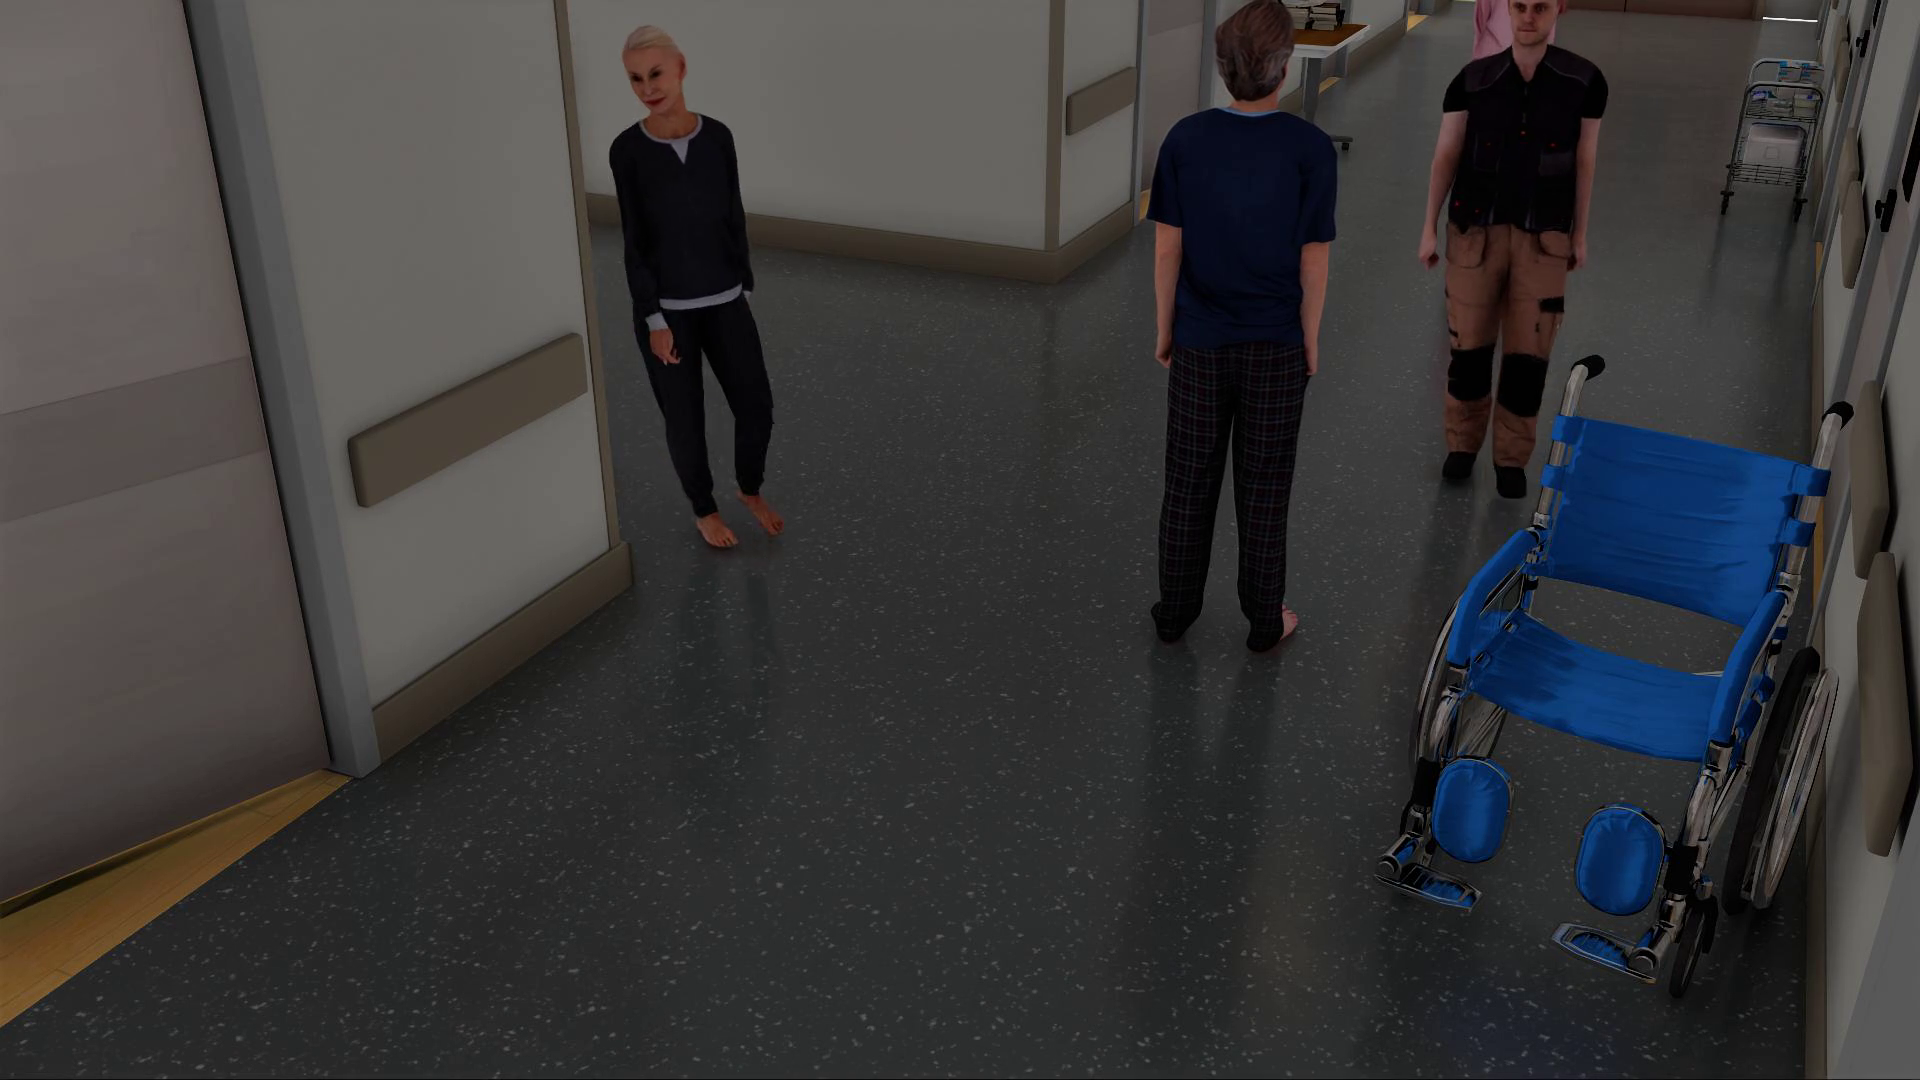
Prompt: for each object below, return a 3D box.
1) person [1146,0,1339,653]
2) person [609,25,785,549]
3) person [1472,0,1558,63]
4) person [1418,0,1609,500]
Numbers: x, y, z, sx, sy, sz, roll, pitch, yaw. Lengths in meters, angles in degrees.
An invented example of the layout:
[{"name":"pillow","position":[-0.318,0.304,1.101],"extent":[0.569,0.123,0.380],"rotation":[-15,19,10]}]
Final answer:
[{"name":"person","position":[0.787,-0.557,4.699],"extent":[0.688,1.872,0.587],"rotation":[8,27,15]},{"name":"person","position":[-0.905,-0.789,5.372],"extent":[0.714,1.706,0.790],"rotation":[-14,29,-26]},{"name":"person","position":[3.107,-2.724,9.406],"extent":[0.612,1.688,0.551],"rotation":[9,27,18]},{"name":"person","position":[1.944,-1.097,5.868],"extent":[0.714,1.829,0.696],"rotation":[10,27,20]}]
